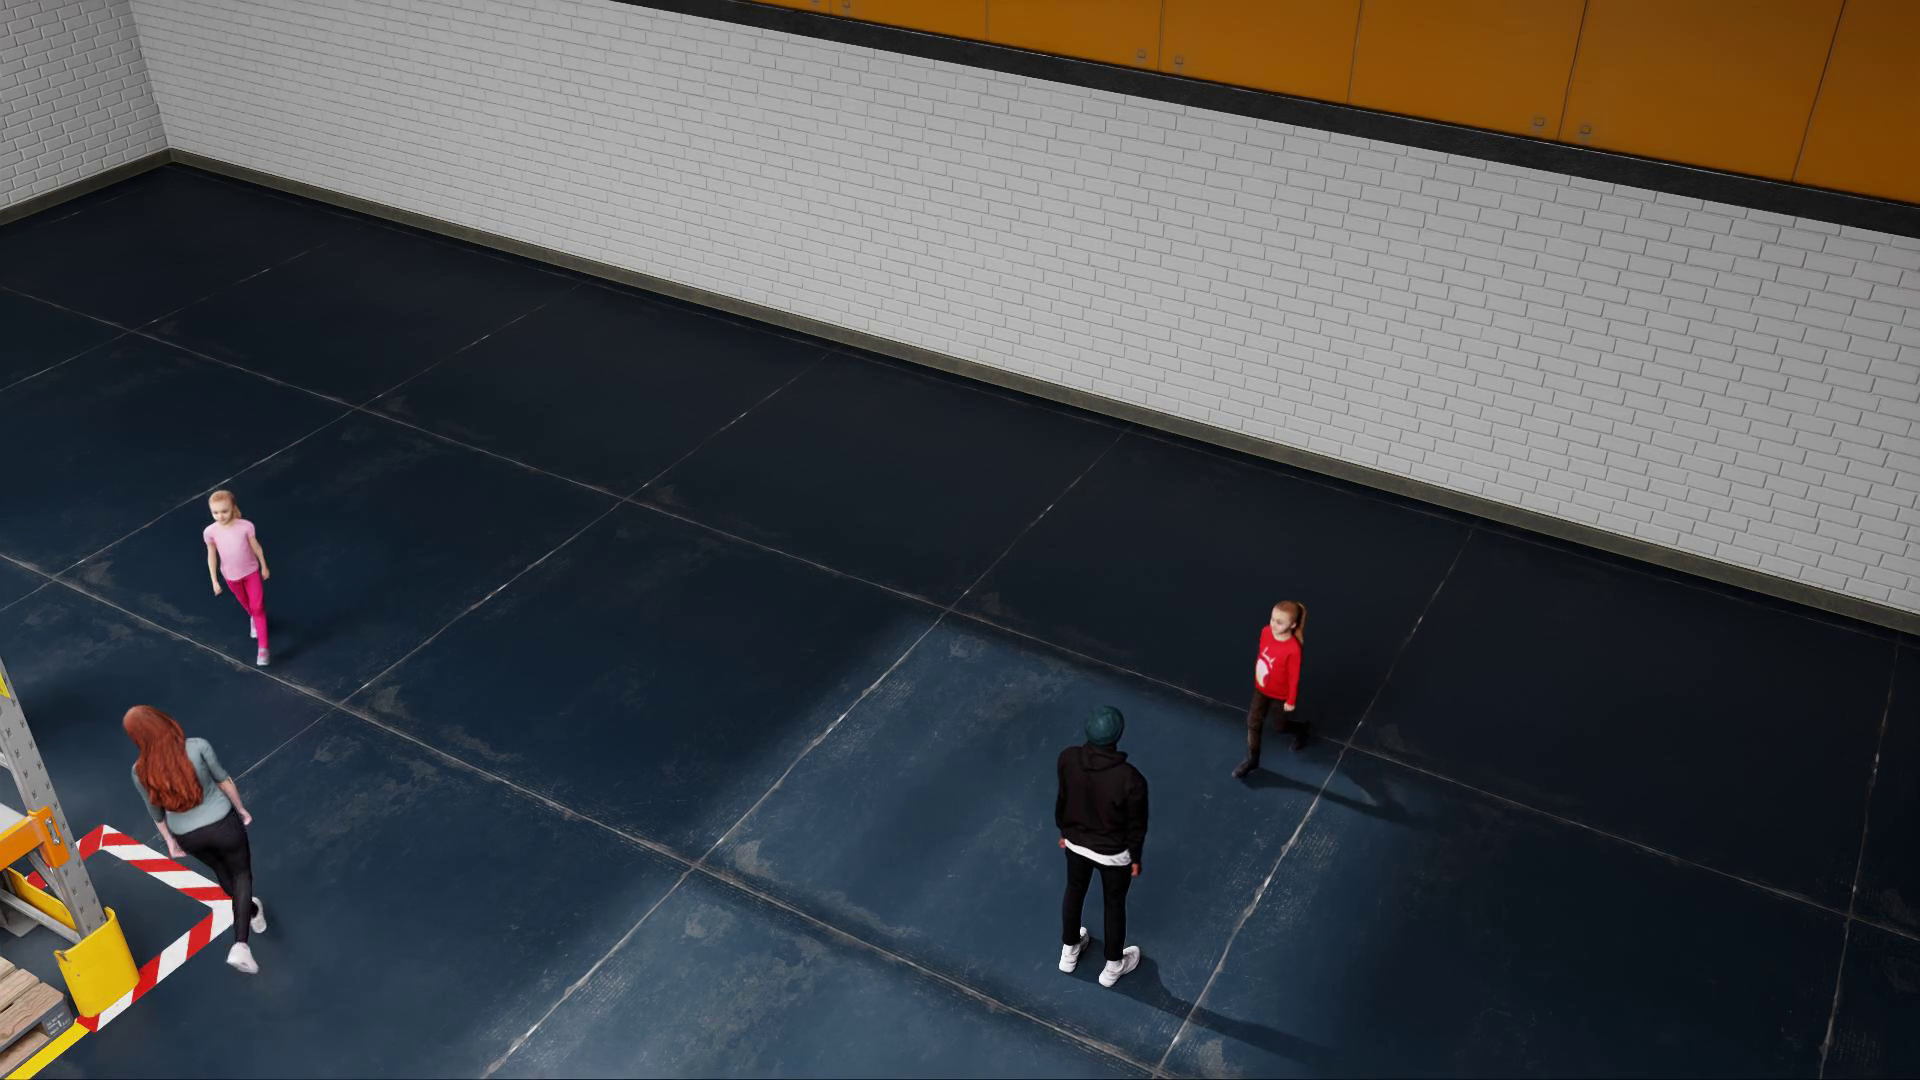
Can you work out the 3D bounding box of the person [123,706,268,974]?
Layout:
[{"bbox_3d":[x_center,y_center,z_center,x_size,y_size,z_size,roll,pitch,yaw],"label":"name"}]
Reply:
[{"bbox_3d":[-4.005,1.613,8.843,1.016,1.707,1.046,-9,35,-13],"label":"person"}]

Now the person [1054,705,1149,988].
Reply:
[{"bbox_3d":[0.728,1.599,8.765,0.657,1.818,0.569,18,38,25],"label":"person"}]

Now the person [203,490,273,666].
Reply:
[{"bbox_3d":[-4.935,0.188,11.408,0.877,1.241,0.918,-10,35,-14],"label":"person"}]

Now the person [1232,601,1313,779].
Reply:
[{"bbox_3d":[1.988,0.904,10.308,0.888,1.268,0.680,-24,40,-31],"label":"person"}]
